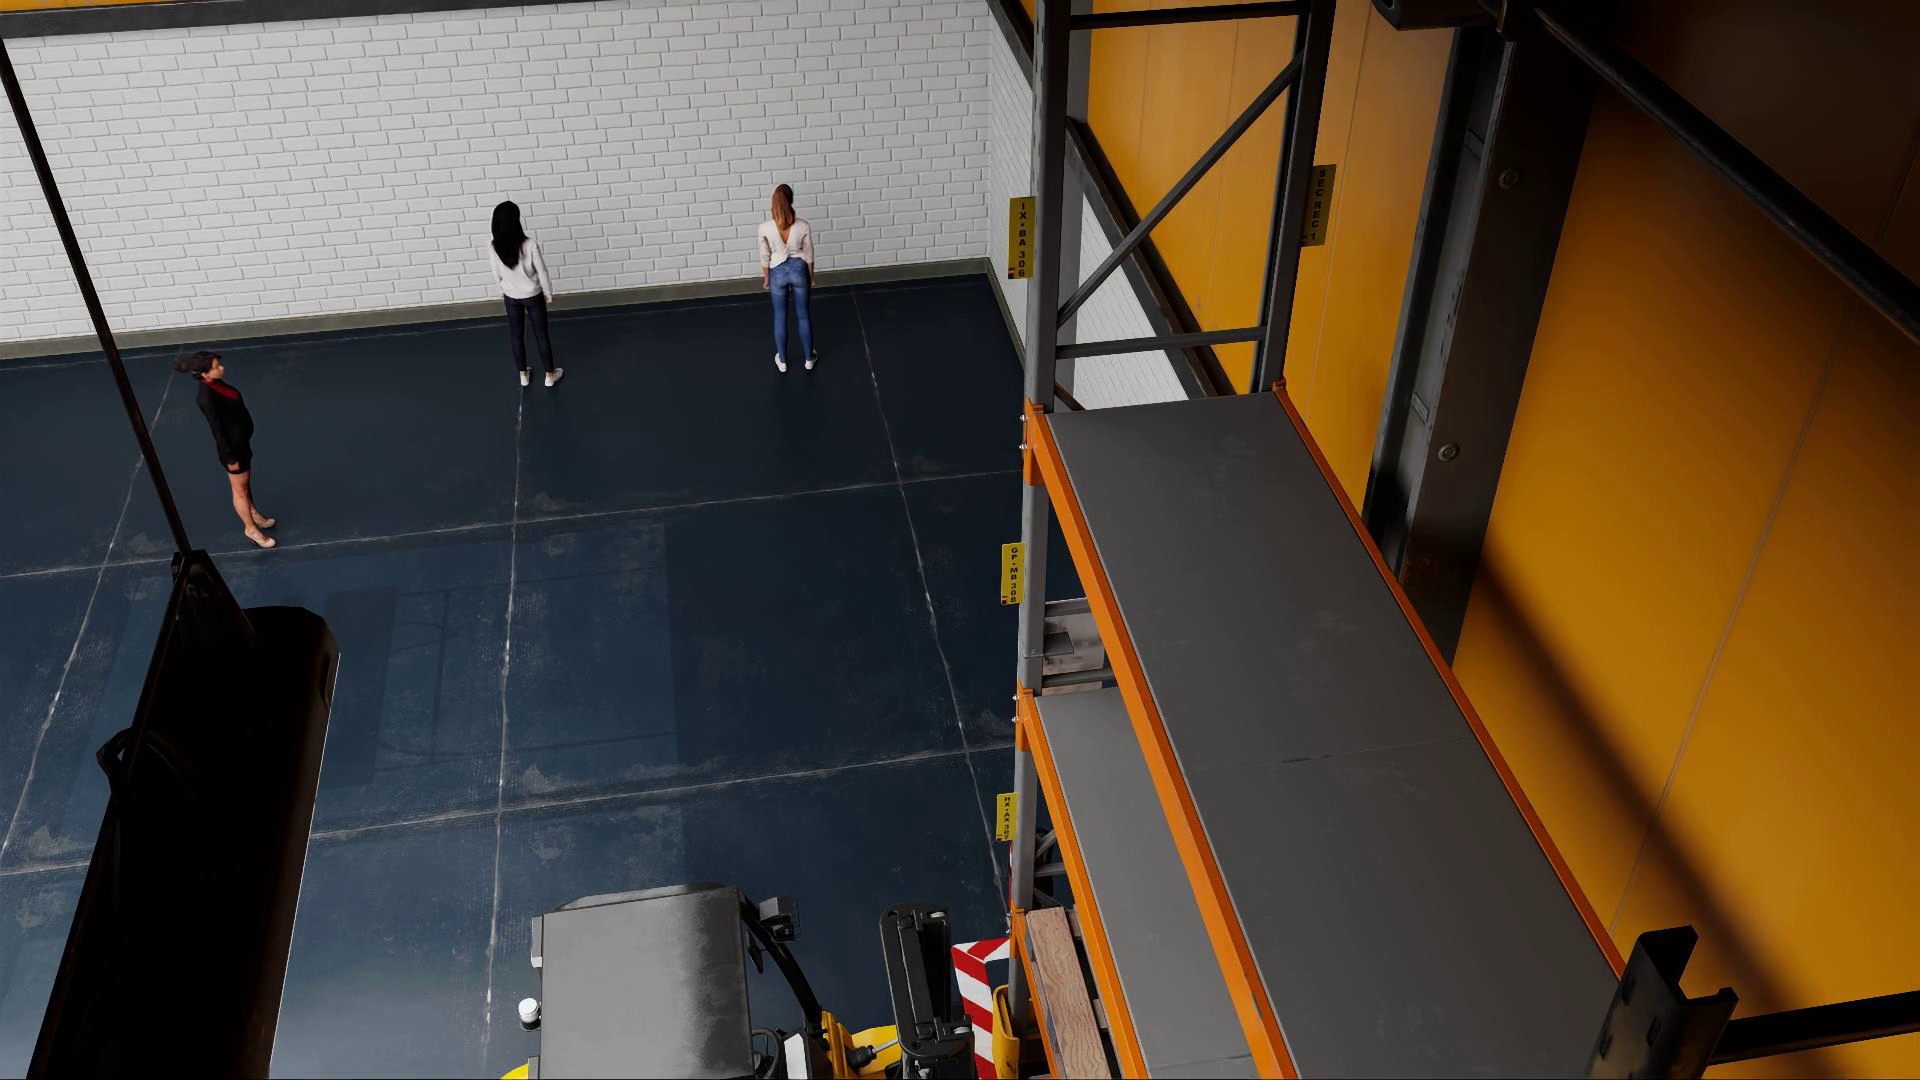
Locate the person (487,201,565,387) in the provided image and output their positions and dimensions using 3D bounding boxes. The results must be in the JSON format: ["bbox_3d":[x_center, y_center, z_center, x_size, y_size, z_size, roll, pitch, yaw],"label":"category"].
[{"bbox_3d":[-3.640,-2.046,13.838,0.676,1.701,0.645,3,39,4],"label":"person"}]

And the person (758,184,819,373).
[{"bbox_3d":[-1.439,-2.205,14.020,0.612,1.720,0.533,-4,39,-5],"label":"person"}]

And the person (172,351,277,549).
[{"bbox_3d":[-5.315,-0.671,12.165,0.648,1.640,0.587,-11,40,-13],"label":"person"}]
